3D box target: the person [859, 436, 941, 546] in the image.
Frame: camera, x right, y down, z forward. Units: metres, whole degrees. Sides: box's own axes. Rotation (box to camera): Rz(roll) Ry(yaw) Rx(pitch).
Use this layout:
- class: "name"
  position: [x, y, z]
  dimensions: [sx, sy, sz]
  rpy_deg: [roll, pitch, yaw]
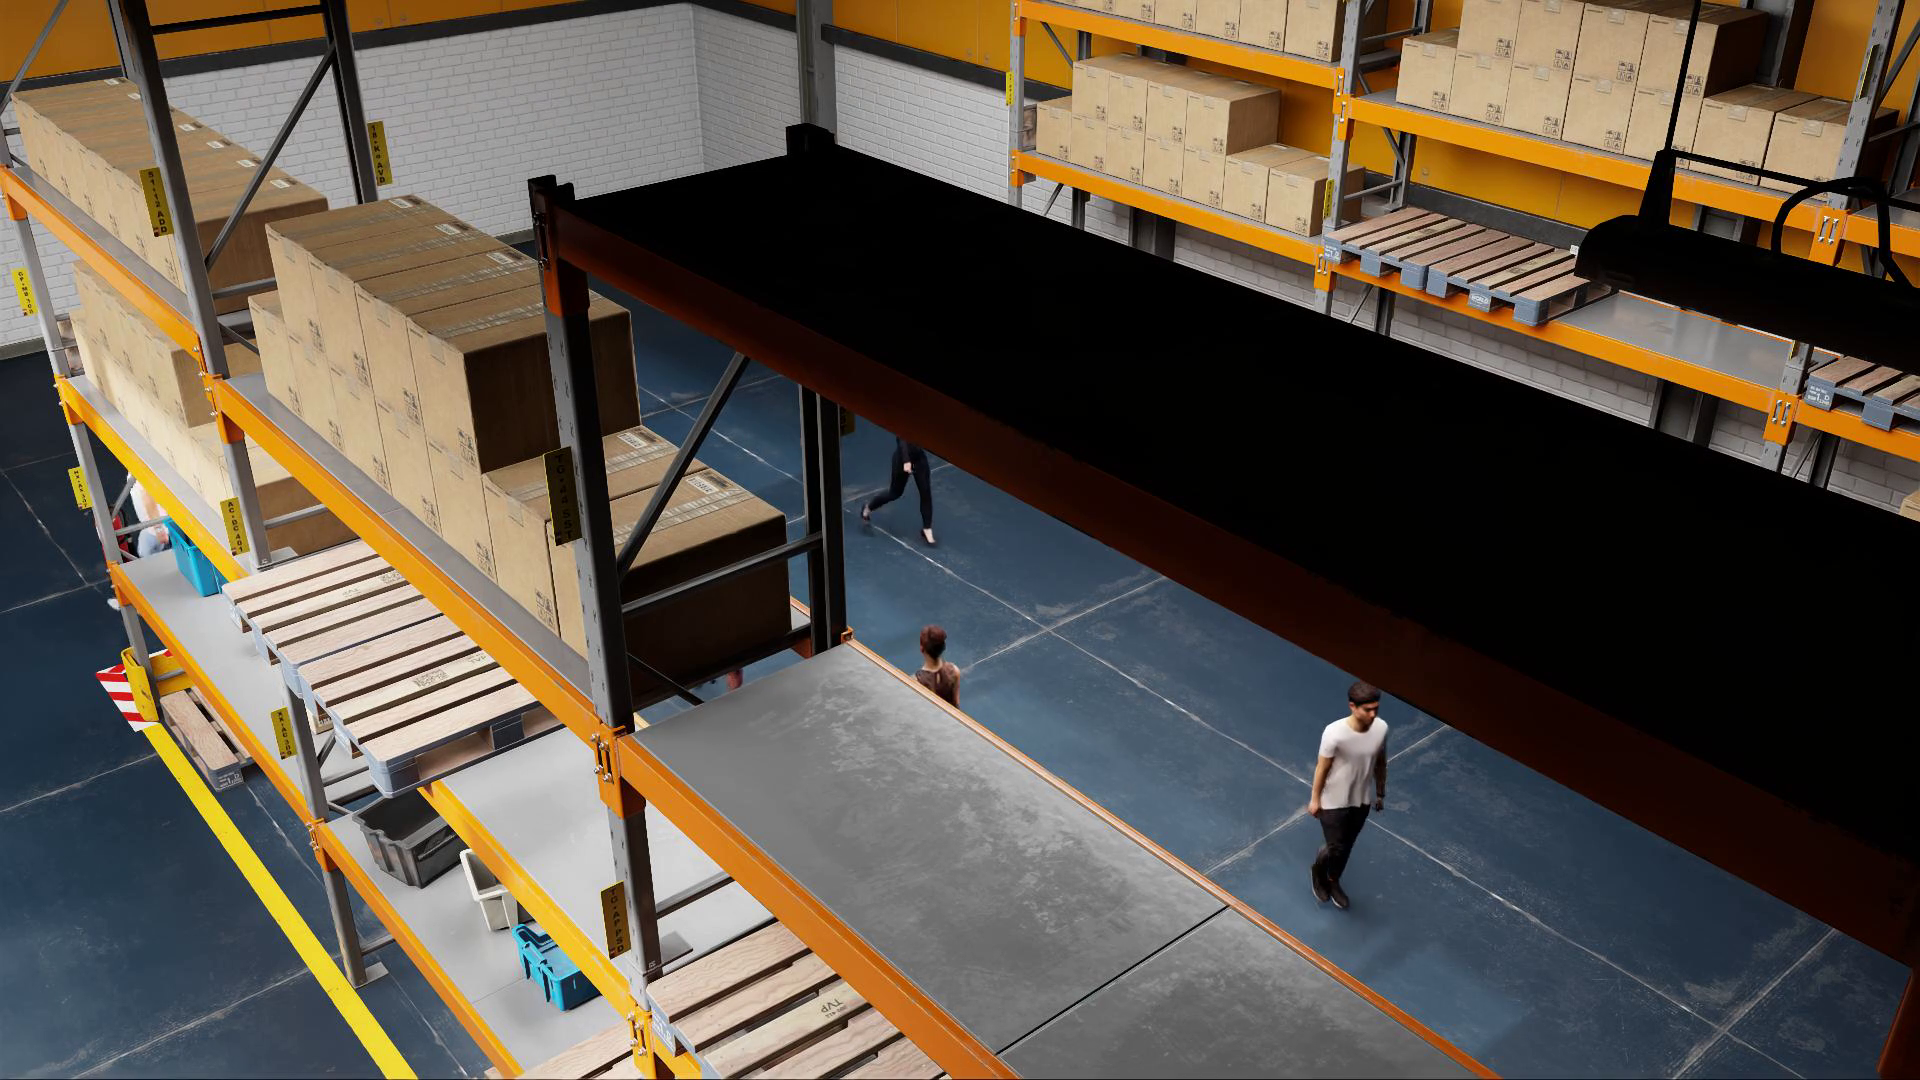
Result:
- class: "person"
  position: [-0.540, -0.732, 15.012]
  dimensions: [1.126, 1.688, 0.815]
  rpy_deg: [15, 32, 26]

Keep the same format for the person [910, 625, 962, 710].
- class: "person"
  position: [-0.158, 1.364, 11.202]
  dimensions: [0.717, 1.657, 1.063]
  rpy_deg: [-18, 34, -30]

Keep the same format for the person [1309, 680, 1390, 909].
- class: "person"
  position: [2.452, 1.592, 10.723]
  dimensions: [0.732, 1.715, 0.715]
  rpy_deg: [-10, 30, -17]
